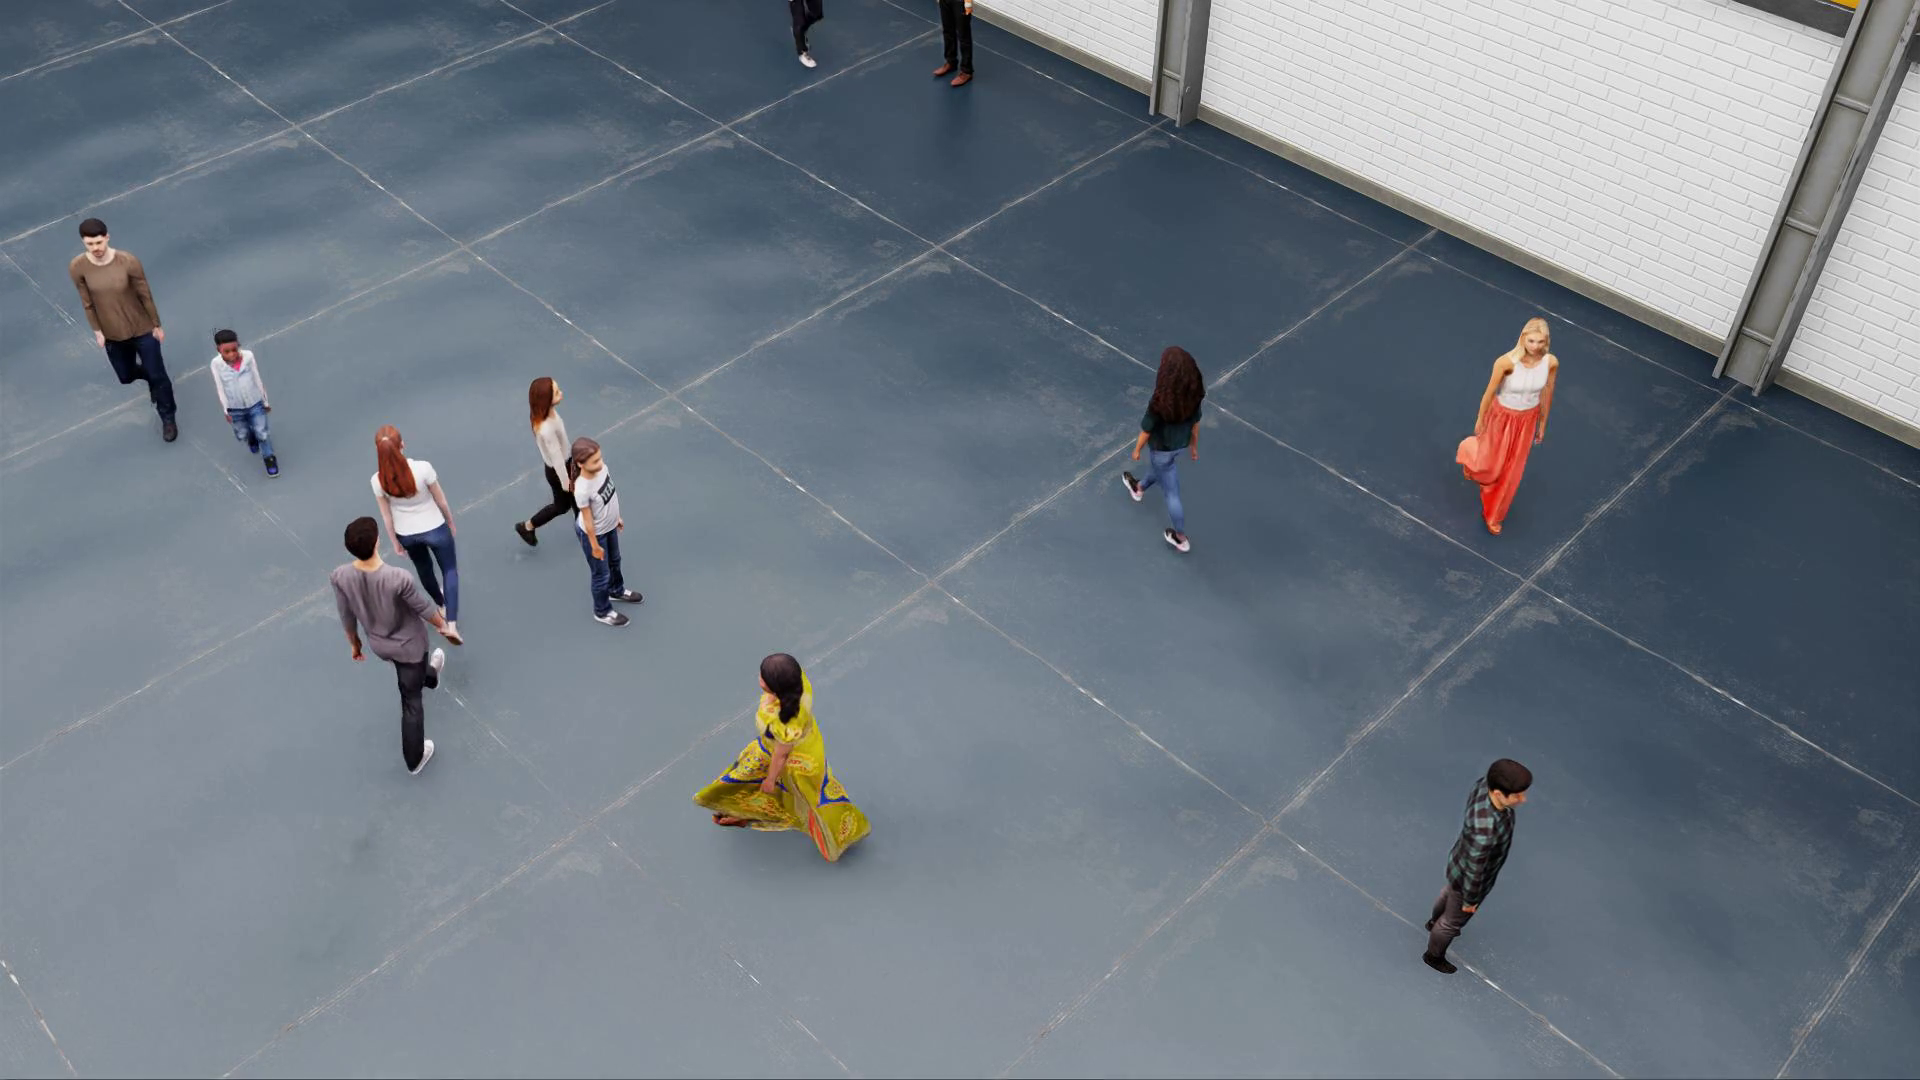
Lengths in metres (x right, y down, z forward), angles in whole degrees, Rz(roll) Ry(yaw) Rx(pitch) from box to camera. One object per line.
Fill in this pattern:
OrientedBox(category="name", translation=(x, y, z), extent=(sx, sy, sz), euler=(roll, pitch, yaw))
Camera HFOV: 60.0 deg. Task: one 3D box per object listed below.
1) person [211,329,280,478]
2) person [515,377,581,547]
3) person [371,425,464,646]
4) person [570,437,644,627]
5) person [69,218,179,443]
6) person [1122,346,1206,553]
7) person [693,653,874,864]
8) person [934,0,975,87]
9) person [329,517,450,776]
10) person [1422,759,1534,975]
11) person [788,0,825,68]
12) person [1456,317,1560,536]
OrientedBox(category="person", translation=(-5.321, -1.066, 12.358), extent=(0.620, 1.252, 0.744), euler=(-15, 46, -16))
OrientedBox(category="person", translation=(-2.862, -0.498, 11.604), extent=(0.911, 1.468, 0.926), euler=(-8, 44, -9))
OrientedBox(category="person", translation=(-3.517, 0.001, 10.894), extent=(0.866, 1.725, 1.043), euler=(-11, 45, -11))
OrientedBox(category="person", translation=(-2.411, -0.084, 11.102), extent=(0.652, 1.562, 0.616), euler=(10, 45, 10))
OrientedBox(category="person", translation=(-6.248, -1.634, 12.504), extent=(0.919, 1.873, 1.030), euler=(-8, 44, -9))
OrientedBox(category="person", translation=(1.497, -0.596, 11.633), extent=(0.774, 1.571, 1.131), euler=(-23, 48, -22))
OrientedBox(category="person", translation=(-0.880, 1.258, 9.660), extent=(1.315, 1.608, 1.296), euler=(-2, 44, -2))
OrientedBox(category="person", translation=(-0.032, -5.435, 16.580), extent=(0.714, 1.754, 0.536), euler=(-32, 52, -29))
OrientedBox(category="person", translation=(-3.458, 0.678, 10.131), extent=(1.220, 1.798, 1.178), euler=(7, 44, 7))
OrientedBox(category="person", translation=(2.824, 1.767, 9.126), extent=(0.686, 1.714, 0.750), euler=(14, 45, 14))
OrientedBox(category="person", translation=(-1.674, -5.695, 16.853), extent=(0.655, 1.754, 0.746), euler=(-30, 51, -27))
OrientedBox(category="person", translation=(3.866, -0.890, 11.785), extent=(0.949, 1.787, 1.029), euler=(-4, 44, -4))
